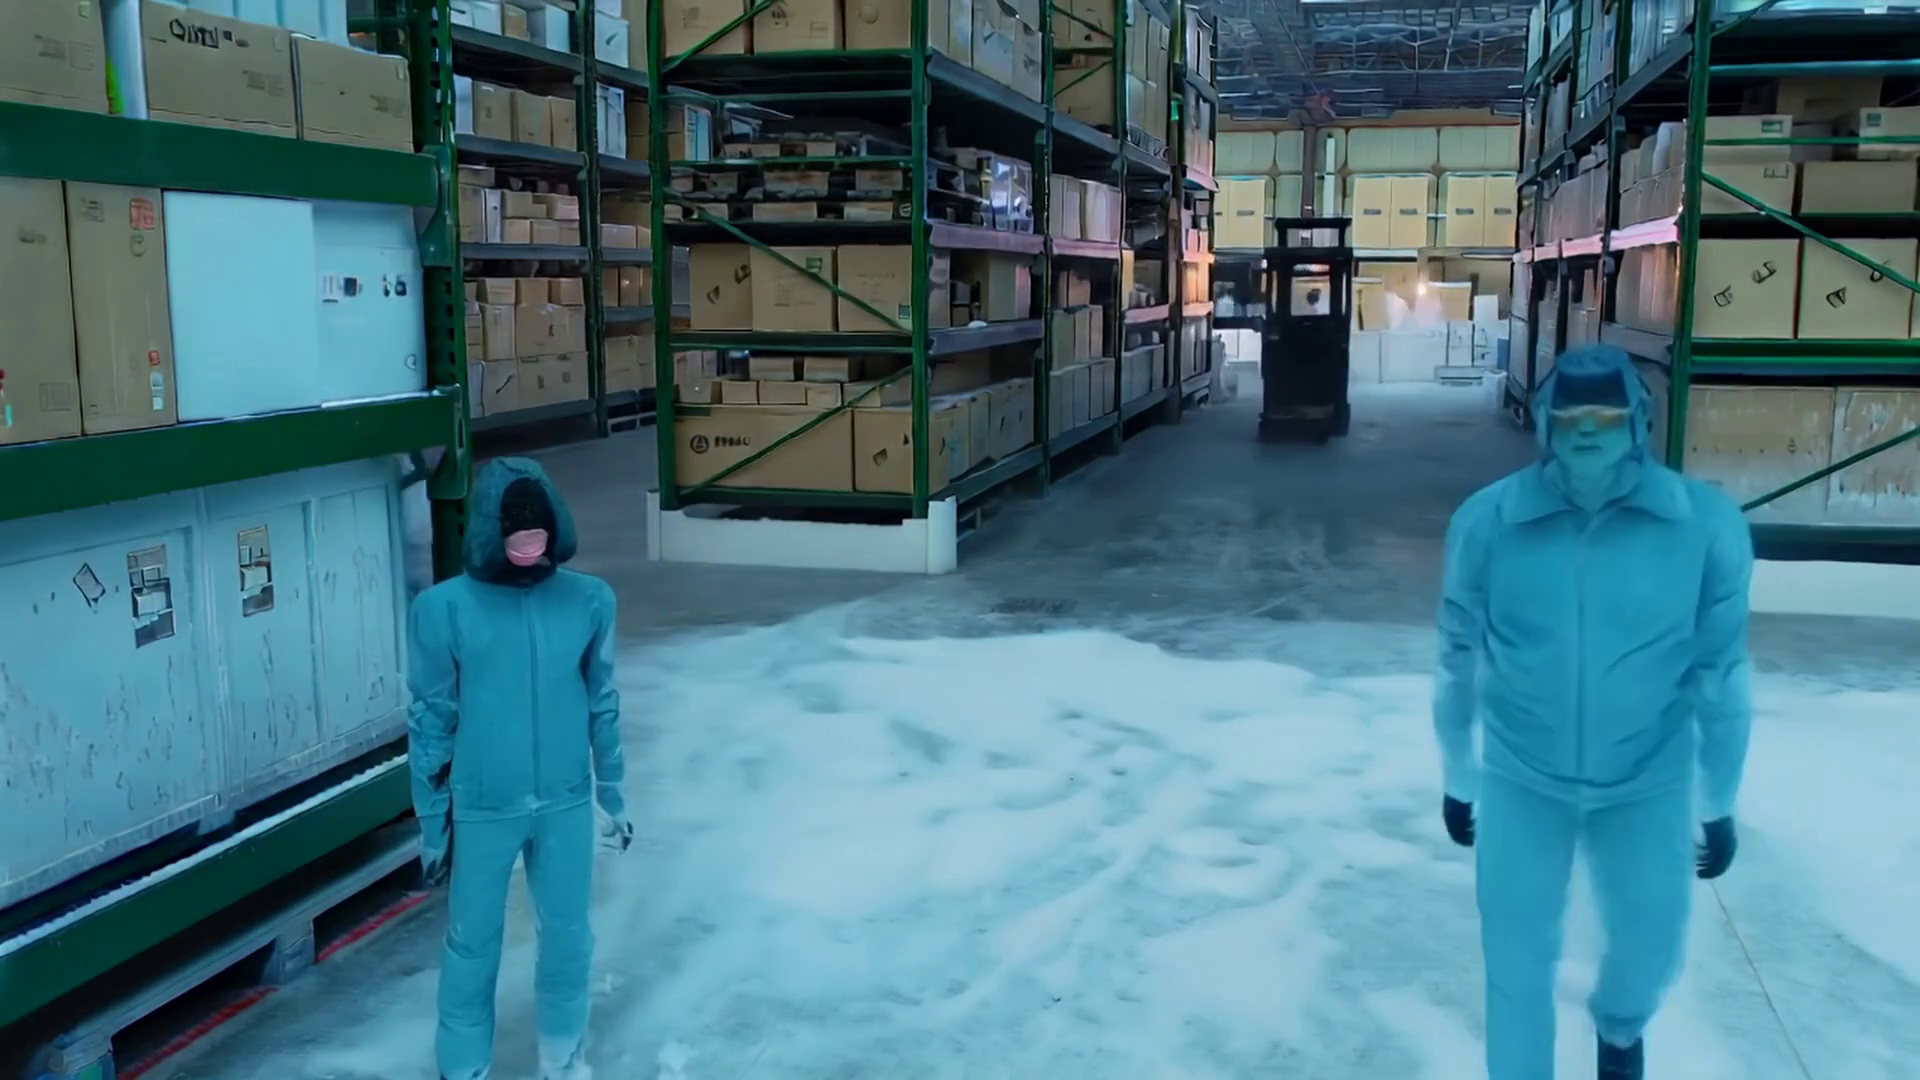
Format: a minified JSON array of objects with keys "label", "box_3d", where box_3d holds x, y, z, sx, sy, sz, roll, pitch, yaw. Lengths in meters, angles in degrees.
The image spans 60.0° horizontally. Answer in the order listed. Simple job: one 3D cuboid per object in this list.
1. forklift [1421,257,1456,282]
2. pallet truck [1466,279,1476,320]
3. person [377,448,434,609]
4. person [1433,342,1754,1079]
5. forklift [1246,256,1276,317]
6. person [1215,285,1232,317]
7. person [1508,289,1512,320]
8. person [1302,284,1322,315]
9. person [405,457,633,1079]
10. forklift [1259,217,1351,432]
[{"label":"forklift","box_3d":[12.635,-6.339,44.048,1.129,2.768,1.873,2,9,15]},{"label":"pallet truck","box_3d":[18.896,-8.459,60.307,1.885,1.965,0.823,5,10,31]},{"label":"person","box_3d":[-2.194,0.084,6.587,0.726,1.818,0.661,3,9,16]},{"label":"person","box_3d":[1.367,0.509,3.663,0.656,1.891,0.671,4,10,22]},{"label":"forklift","box_3d":[11.003,-8.927,60.490,1.129,2.768,1.873,2,9,15]},{"label":"person","box_3d":[5.763,-4.613,36.261,1.033,1.892,0.647,0,9,-1]},{"label":"person","box_3d":[19.093,-7.822,57.267,0.538,1.682,0.535,2,9,10]},{"label":"person","box_3d":[6.454,-3.791,30.948,0.925,1.893,0.573,3,9,17]},{"label":"person","box_3d":[-0.985,0.622,3.762,0.499,1.634,0.279,-7,11,-36]},{"label":"forklift","box_3d":[4.672,-2.906,22.238,1.129,2.768,1.873,2,9,15]}]
